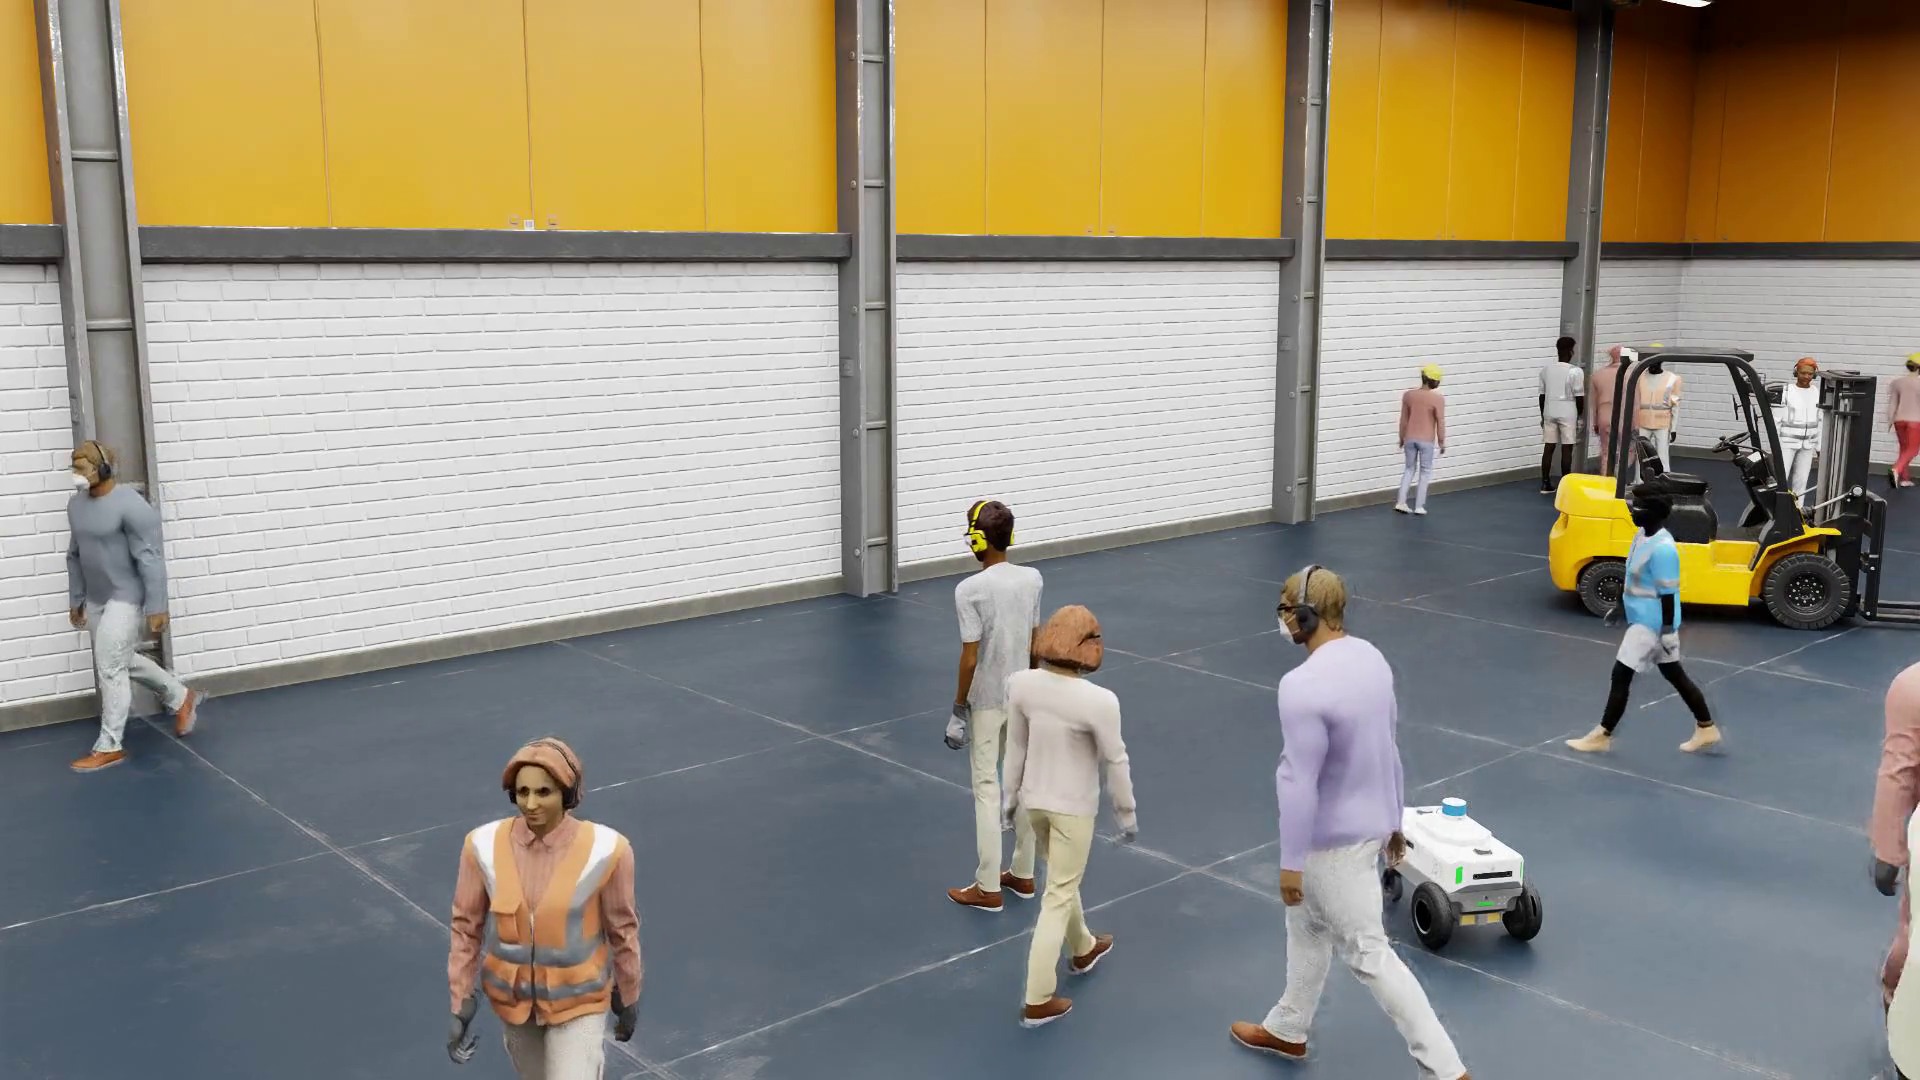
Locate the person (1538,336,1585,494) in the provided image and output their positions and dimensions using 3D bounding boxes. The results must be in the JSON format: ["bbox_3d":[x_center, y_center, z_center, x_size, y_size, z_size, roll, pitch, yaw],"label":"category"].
[{"bbox_3d":[7.415,-1.527,20.496,0.367,1.967,0.606,-8,12,-39],"label":"person"}]

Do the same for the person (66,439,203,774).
[{"bbox_3d":[-4.870,0.342,9.745,0.637,1.912,0.870,5,11,29],"label":"person"}]

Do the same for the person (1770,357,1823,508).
[{"bbox_3d":[8.859,-0.993,17.607,0.572,1.886,0.354,-1,10,-4],"label":"person"}]

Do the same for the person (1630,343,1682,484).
[{"bbox_3d":[8.229,-1.374,19.762,0.588,1.916,0.416,8,12,38],"label":"person"}]

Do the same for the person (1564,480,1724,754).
[{"bbox_3d":[4.096,0.466,9.749,0.892,1.653,0.533,3,10,15],"label":"person"}]

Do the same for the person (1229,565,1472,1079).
[{"bbox_3d":[1.403,1.036,5.776,0.964,1.892,0.655,7,12,35],"label":"person"}]

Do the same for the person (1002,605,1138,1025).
[{"bbox_3d":[0.477,1.038,6.532,0.517,1.603,0.775,9,13,43],"label":"person"}]

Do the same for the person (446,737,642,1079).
[{"bbox_3d":[-1.188,1.343,4.802,0.510,1.590,0.904,1,10,7],"label":"person"}]

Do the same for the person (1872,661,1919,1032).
[{"bbox_3d":[3.491,1.037,5.735,0.647,1.875,0.894,3,10,16],"label":"person"}]

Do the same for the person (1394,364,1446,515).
[{"bbox_3d":[5.231,-1.124,18.841,0.355,1.728,0.554,-9,13,-43],"label":"person"}]

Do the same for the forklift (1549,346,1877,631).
[{"bbox_3d":[6.109,-0.478,13.691,2.313,2.155,1.214,3,10,16],"label":"forklift"}]

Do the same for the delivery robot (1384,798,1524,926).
[{"bbox_3d":[2.165,1.380,7.327,0.477,0.478,0.707,-2,10,-12],"label":"delivery robot"}]

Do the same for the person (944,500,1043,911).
[{"bbox_3d":[0.147,0.744,7.508,0.517,1.865,0.328,-9,13,-41],"label":"person"}]

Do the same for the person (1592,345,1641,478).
[{"bbox_3d":[7.950,-1.414,20.097,0.419,1.880,0.650,-9,13,-42],"label":"person"}]

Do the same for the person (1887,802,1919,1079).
[{"bbox_3d":[2.514,1.278,4.037,0.453,1.974,0.642,-2,10,-10],"label":"person"}]

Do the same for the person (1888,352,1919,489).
[{"bbox_3d":[11.960,-1.499,21.002,0.741,1.746,0.531,-6,11,-31],"label":"person"}]
